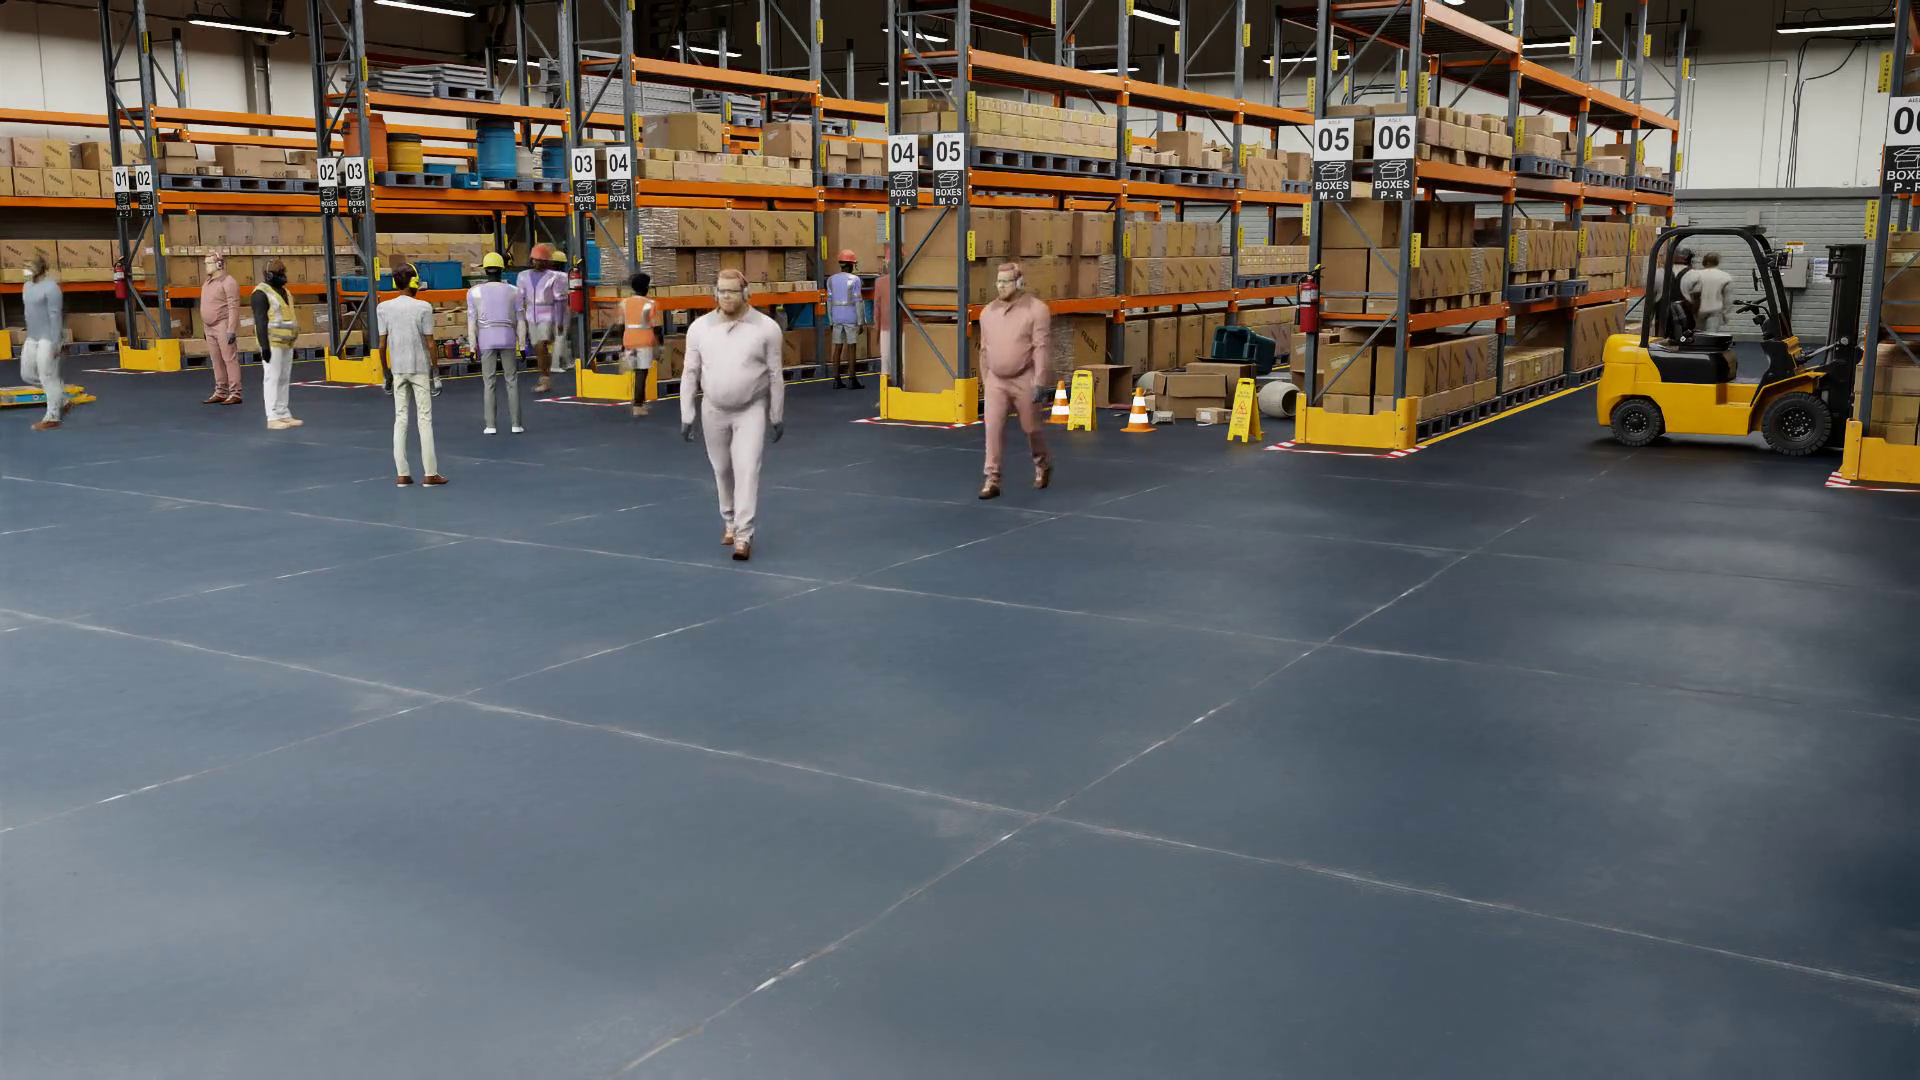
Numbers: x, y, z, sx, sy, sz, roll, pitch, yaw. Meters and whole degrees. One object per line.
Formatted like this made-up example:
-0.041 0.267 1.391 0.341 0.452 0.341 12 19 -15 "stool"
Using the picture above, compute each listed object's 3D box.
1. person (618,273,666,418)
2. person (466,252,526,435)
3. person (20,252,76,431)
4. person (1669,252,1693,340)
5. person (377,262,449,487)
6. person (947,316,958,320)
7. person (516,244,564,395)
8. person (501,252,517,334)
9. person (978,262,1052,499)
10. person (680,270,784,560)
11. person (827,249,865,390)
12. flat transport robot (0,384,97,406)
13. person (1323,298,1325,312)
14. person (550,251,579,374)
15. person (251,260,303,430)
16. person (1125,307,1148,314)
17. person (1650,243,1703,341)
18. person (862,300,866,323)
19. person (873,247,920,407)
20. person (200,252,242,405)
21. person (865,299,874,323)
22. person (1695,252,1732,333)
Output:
-3.696 -2.286 19.528 0.552 1.663 0.744 4 11 23 "person"
-4.905 -2.074 17.629 0.593 1.923 0.382 -3 11 -19 "person"
-9.922 -2.147 18.027 0.654 1.928 0.458 7 12 33 "person"
11.546 -3.659 26.555 0.998 1.911 0.608 -8 13 -39 "person"
-4.570 -1.368 13.852 0.521 1.865 0.328 1 10 5 "person"
0.047 -3.362 24.544 0.605 2.034 0.388 7 12 33 "person"
-5.693 -2.942 22.271 0.655 1.992 0.943 2 10 13 "person"
-7.730 -3.978 28.454 0.532 1.868 0.310 5 11 26 "person"
0.448 -1.298 13.421 0.636 1.877 0.919 4 11 22 "person"
-1.498 -0.831 10.877 0.658 1.853 0.973 1 10 6 "person"
-1.574 -3.059 23.118 0.551 1.932 0.376 5 11 28 "person"
-11.629 -1.794 20.694 0.652 0.197 1.431 9 14 42 "flat transport robot"
7.462 -4.814 33.694 0.539 1.682 0.661 10 14 43 "person"
-6.202 -3.570 26.115 0.605 1.888 0.920 6 12 28 "person"
-7.474 -2.137 18.247 0.431 1.834 0.645 1 10 8 "person"
3.141 -4.218 29.874 0.429 1.844 0.627 -10 14 -44 "person"
10.532 -3.354 24.474 0.705 2.000 0.541 6 12 31 "person"
-1.854 -4.719 32.701 0.621 1.838 0.429 8 13 38 "person"
-0.799 -2.634 20.571 0.616 1.993 0.387 4 11 19 "person"
-9.331 -2.655 20.939 0.641 1.908 0.407 7 12 33 "person"
-1.654 -4.564 31.870 0.620 1.827 0.415 -1 10 -5 "person"
11.721 -3.559 26.069 0.642 1.887 1.050 3 10 14 "person"
